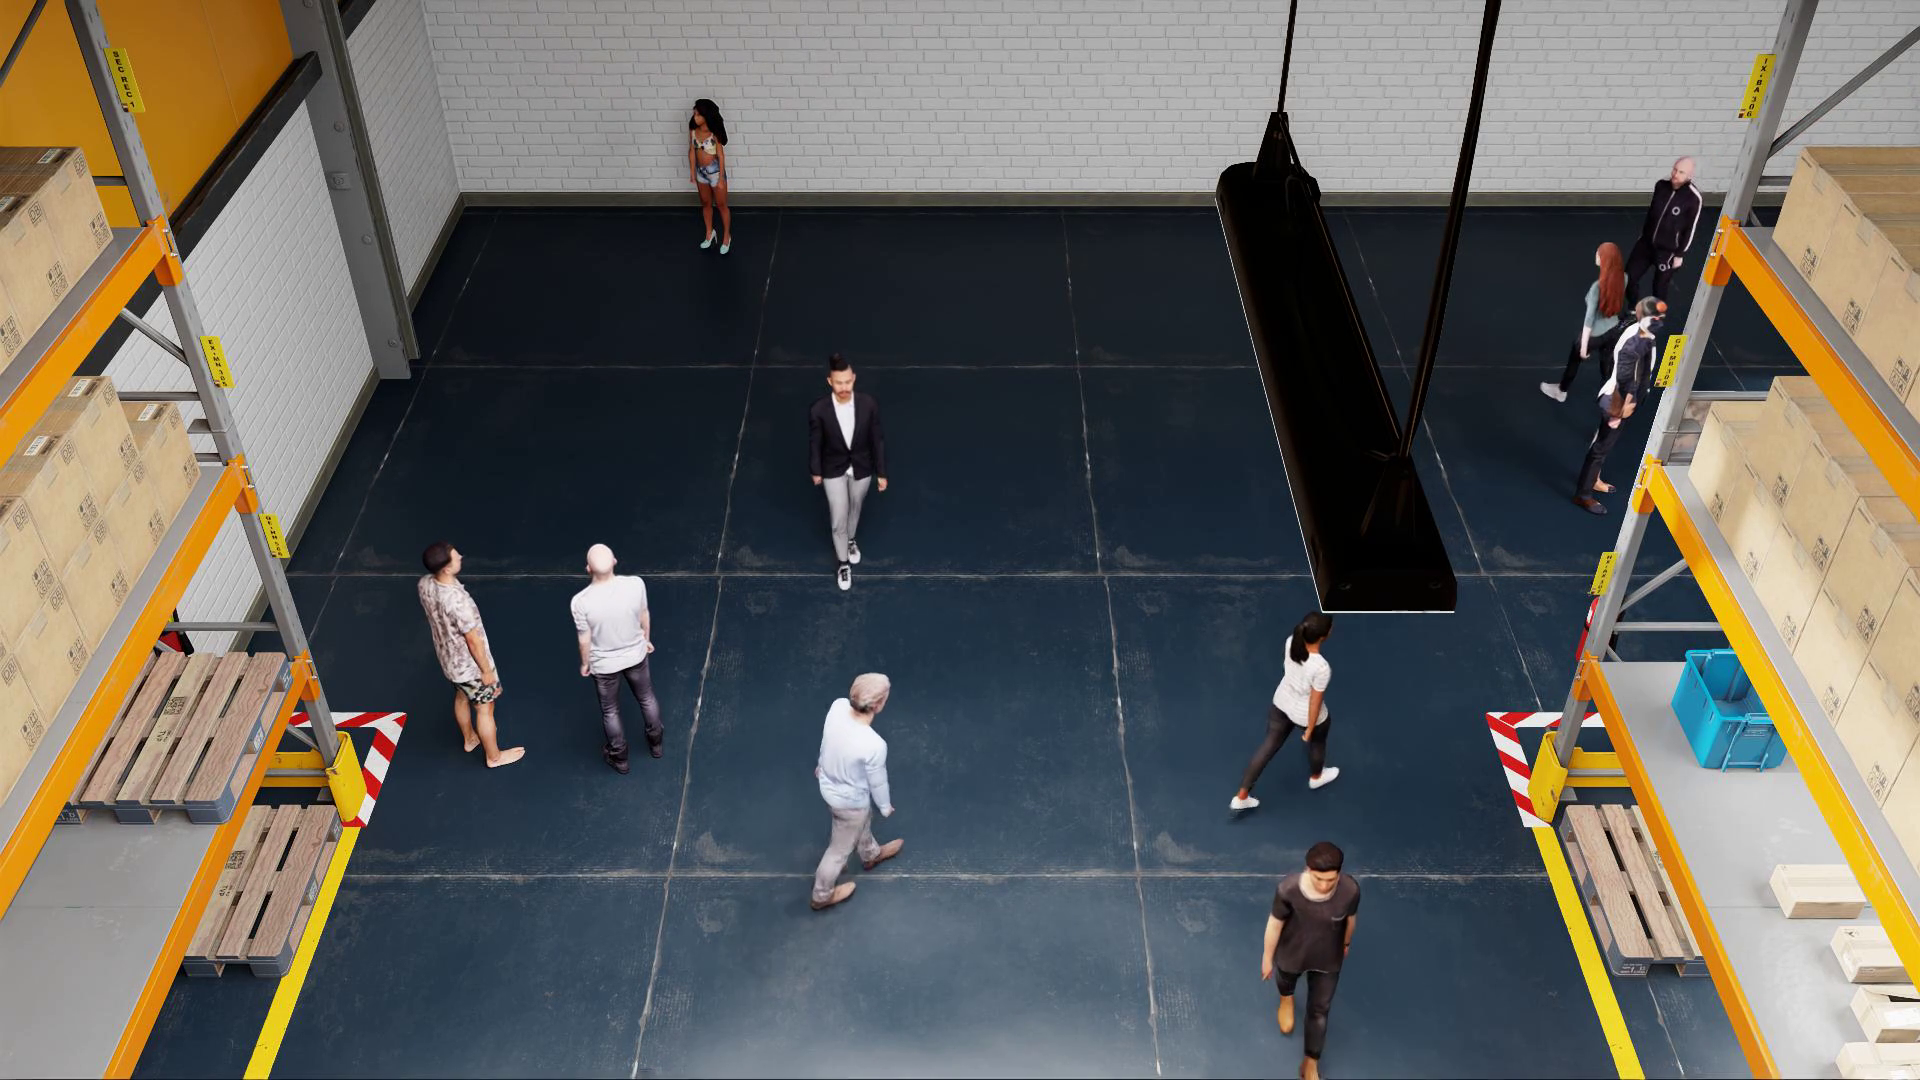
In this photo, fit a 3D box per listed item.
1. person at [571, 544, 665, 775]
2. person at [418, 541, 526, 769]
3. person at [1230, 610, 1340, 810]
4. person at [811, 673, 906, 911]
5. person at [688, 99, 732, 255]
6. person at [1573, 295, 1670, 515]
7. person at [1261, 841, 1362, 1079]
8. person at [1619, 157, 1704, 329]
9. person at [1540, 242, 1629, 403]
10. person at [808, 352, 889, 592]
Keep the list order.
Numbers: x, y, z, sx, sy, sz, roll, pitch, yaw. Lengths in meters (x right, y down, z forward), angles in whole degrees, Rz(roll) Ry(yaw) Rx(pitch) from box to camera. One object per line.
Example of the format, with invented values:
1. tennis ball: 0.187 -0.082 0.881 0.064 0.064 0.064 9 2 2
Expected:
1. person: -2.246 0.768 10.896 0.760 1.831 0.768 -22 43 -25
2. person: -3.268 0.751 10.930 0.746 1.816 0.793 29 47 32
3. person: 2.090 1.122 10.634 1.037 1.604 1.109 -22 44 -25
4. person: -0.743 1.562 9.895 1.043 1.840 1.050 -23 44 -26
5. person: -2.482 -3.627 16.564 0.663 1.625 0.696 20 43 23
6. person: 5.238 -1.102 13.190 0.836 1.891 0.721 21 43 24
7. person: 1.934 2.193 9.233 0.729 1.680 1.028 4 39 5
8. person: 6.494 -2.695 15.240 0.863 1.821 0.768 -24 45 -27
9. person: 5.444 -1.643 14.029 0.890 1.688 1.254 -11 40 -14
10. person: -0.867 -0.633 12.570 0.842 1.932 0.955 -9 40 -12
